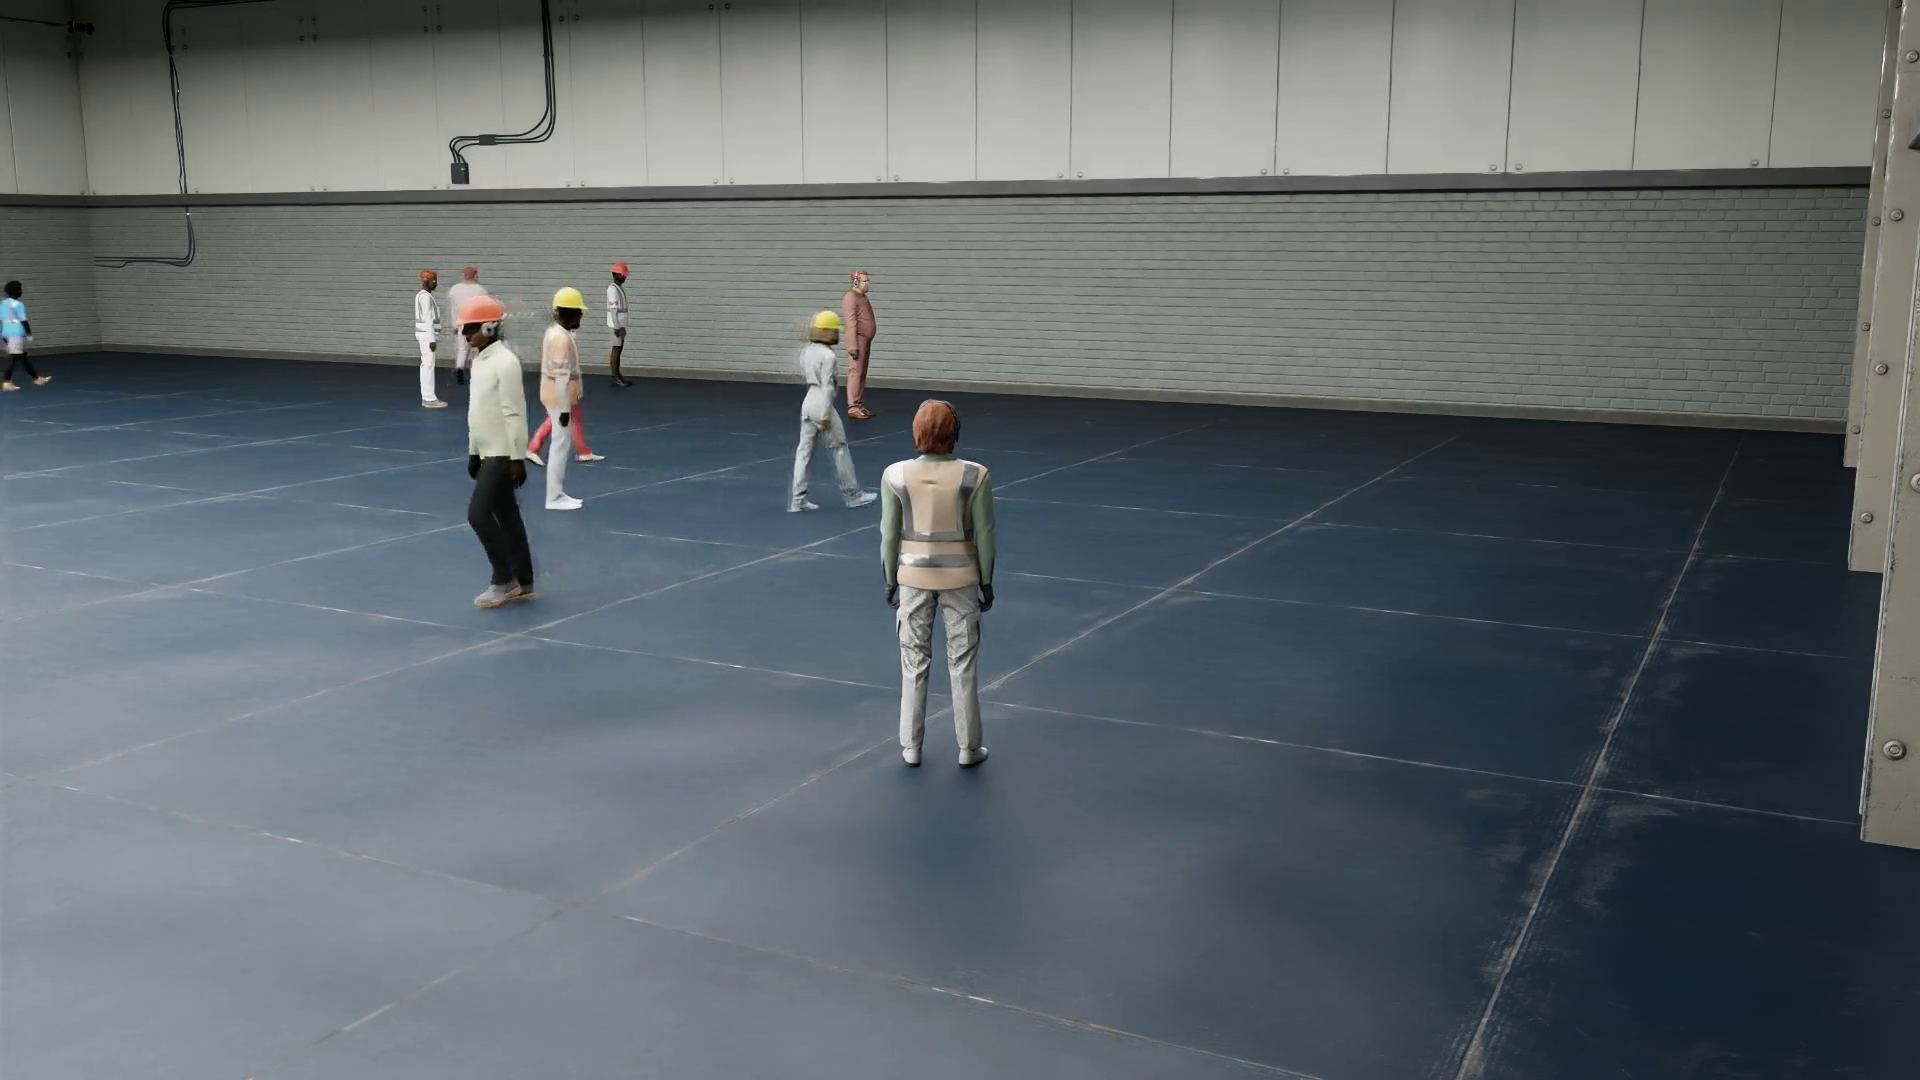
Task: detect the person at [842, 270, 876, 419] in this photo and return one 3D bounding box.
[{"bbox_3d":[-1.279,-2.515,21.427,0.408,1.906,0.653,2,11,10],"label":"person"}]

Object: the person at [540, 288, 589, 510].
[{"bbox_3d":[-3.383,-1.202,14.294,0.446,1.906,0.594,-3,11,-16],"label":"person"}]

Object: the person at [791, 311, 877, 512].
[{"bbox_3d":[-1.109,-1.102,14.279,0.848,1.703,0.493,-8,13,-35],"label":"person"}]

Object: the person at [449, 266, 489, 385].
[{"bbox_3d":[-7.664,-3.352,26.056,0.655,1.882,0.743,1,10,3],"label":"person"}]

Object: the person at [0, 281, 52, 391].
[{"bbox_3d":[-14.297,-3.114,25.368,0.549,1.652,0.856,8,13,36],"label":"person"}]

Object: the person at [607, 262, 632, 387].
[{"bbox_3d":[-5.299,-3.348,25.907,0.374,1.929,0.542,0,10,-2],"label":"person"}]

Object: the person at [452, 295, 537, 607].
[{"bbox_3d":[-2.979,-0.552,10.515,0.599,1.971,0.652,-7,12,-32],"label":"person"}]

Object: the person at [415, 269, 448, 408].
[{"bbox_3d":[-7.280,-2.760,22.815,0.353,1.886,0.573,-5,11,-24],"label":"person"}]

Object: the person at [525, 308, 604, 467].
[{"bbox_3d":[-4.112,-1.618,17.042,0.886,1.729,0.535,-7,12,-33],"label":"person"}]

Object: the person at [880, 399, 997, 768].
[{"bbox_3d":[-0.095,0.201,7.335,0.513,1.644,0.309,1,10,7],"label":"person"}]
